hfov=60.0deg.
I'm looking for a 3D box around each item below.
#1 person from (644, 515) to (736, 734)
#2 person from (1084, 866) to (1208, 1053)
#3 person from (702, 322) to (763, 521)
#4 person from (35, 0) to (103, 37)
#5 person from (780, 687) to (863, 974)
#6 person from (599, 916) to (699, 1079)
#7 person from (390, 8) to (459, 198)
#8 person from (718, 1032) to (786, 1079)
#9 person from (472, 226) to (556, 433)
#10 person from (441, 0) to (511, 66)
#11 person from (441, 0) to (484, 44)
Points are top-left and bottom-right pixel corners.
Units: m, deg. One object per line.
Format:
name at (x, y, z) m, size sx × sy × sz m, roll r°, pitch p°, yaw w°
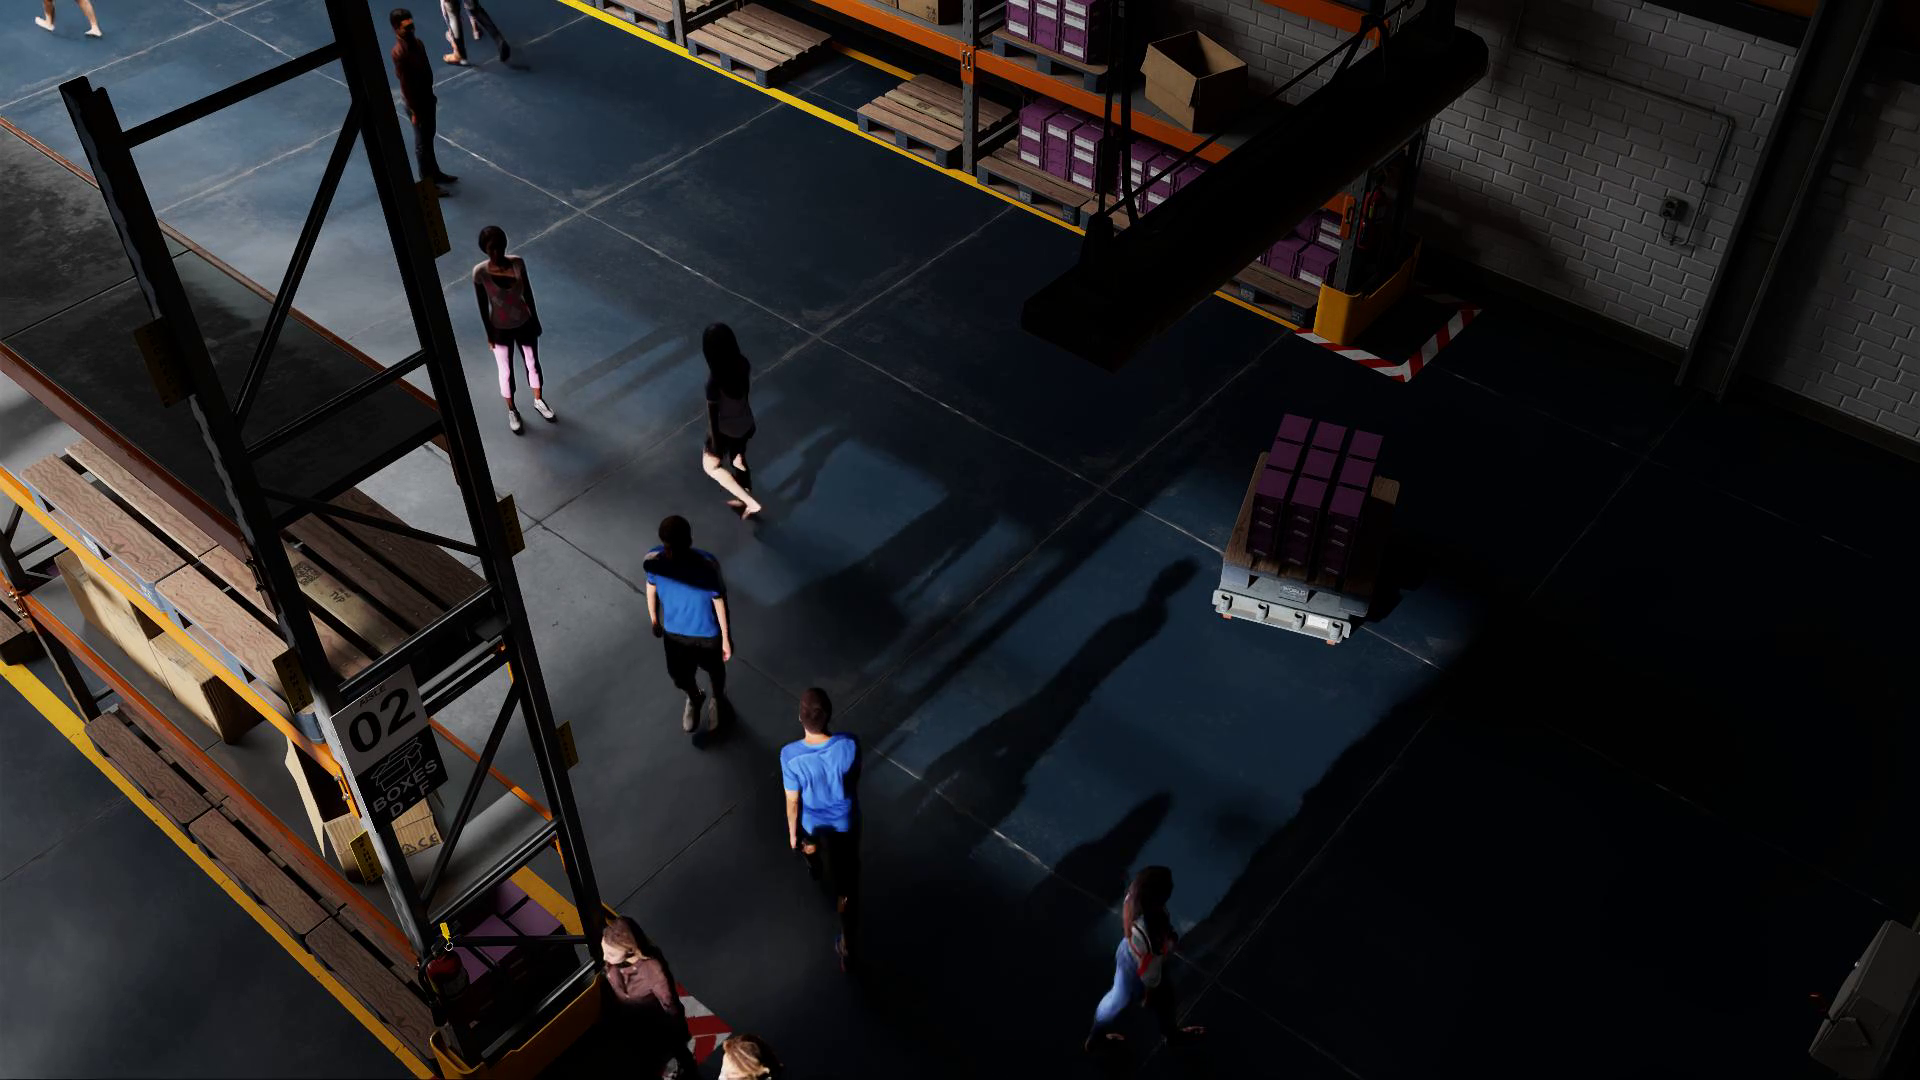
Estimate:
person at (-1.642, 0.455, 10.418) m, size 0.793 × 1.846 × 0.872 m, roll -1°, pitch 44°, yaw -1°
person at (0.891, 2.243, 8.728) m, size 0.971 × 1.588 × 0.965 m, roll -10°, pitch 44°, yaw -10°
person at (-1.575, -0.782, 11.826) m, size 0.701 × 1.693 × 0.657 m, roll 22°, pitch 48°, yaw 21°
person at (-9.419, -5.967, 17.392) m, size 1.048 × 1.524 × 0.752 m, roll 17°, pitch 46°, yaw 17°
person at (-0.705, 1.625, 9.210) m, size 1.158 × 1.818 × 1.266 m, roll -8°, pitch 44°, yaw -8°
person at (-1.519, 2.366, 8.529) m, size 0.701 × 1.683 × 0.695 m, roll -33°, pitch 53°, yaw -30°
person at (-4.929, -3.989, 15.132) m, size 0.710 × 1.778 × 0.712 m, roll 4°, pitch 44°, yaw 5°
person at (-0.965, 2.853, 7.987) m, size 0.725 × 1.726 × 0.547 m, roll -29°, pitch 51°, yaw -27°
person at (-3.420, -1.626, 12.678) m, size 0.635 × 1.741 × 0.611 m, roll -23°, pitch 48°, yaw -22°
person at (-5.022, -5.668, 16.823) m, size 1.048 × 1.876 × 0.790 m, roll 23°, pitch 48°, yaw 22°
person at (-5.340, -6.037, 17.288) m, size 0.668 × 1.768 × 0.658 m, roll -18°, pitch 46°, yaw -18°
